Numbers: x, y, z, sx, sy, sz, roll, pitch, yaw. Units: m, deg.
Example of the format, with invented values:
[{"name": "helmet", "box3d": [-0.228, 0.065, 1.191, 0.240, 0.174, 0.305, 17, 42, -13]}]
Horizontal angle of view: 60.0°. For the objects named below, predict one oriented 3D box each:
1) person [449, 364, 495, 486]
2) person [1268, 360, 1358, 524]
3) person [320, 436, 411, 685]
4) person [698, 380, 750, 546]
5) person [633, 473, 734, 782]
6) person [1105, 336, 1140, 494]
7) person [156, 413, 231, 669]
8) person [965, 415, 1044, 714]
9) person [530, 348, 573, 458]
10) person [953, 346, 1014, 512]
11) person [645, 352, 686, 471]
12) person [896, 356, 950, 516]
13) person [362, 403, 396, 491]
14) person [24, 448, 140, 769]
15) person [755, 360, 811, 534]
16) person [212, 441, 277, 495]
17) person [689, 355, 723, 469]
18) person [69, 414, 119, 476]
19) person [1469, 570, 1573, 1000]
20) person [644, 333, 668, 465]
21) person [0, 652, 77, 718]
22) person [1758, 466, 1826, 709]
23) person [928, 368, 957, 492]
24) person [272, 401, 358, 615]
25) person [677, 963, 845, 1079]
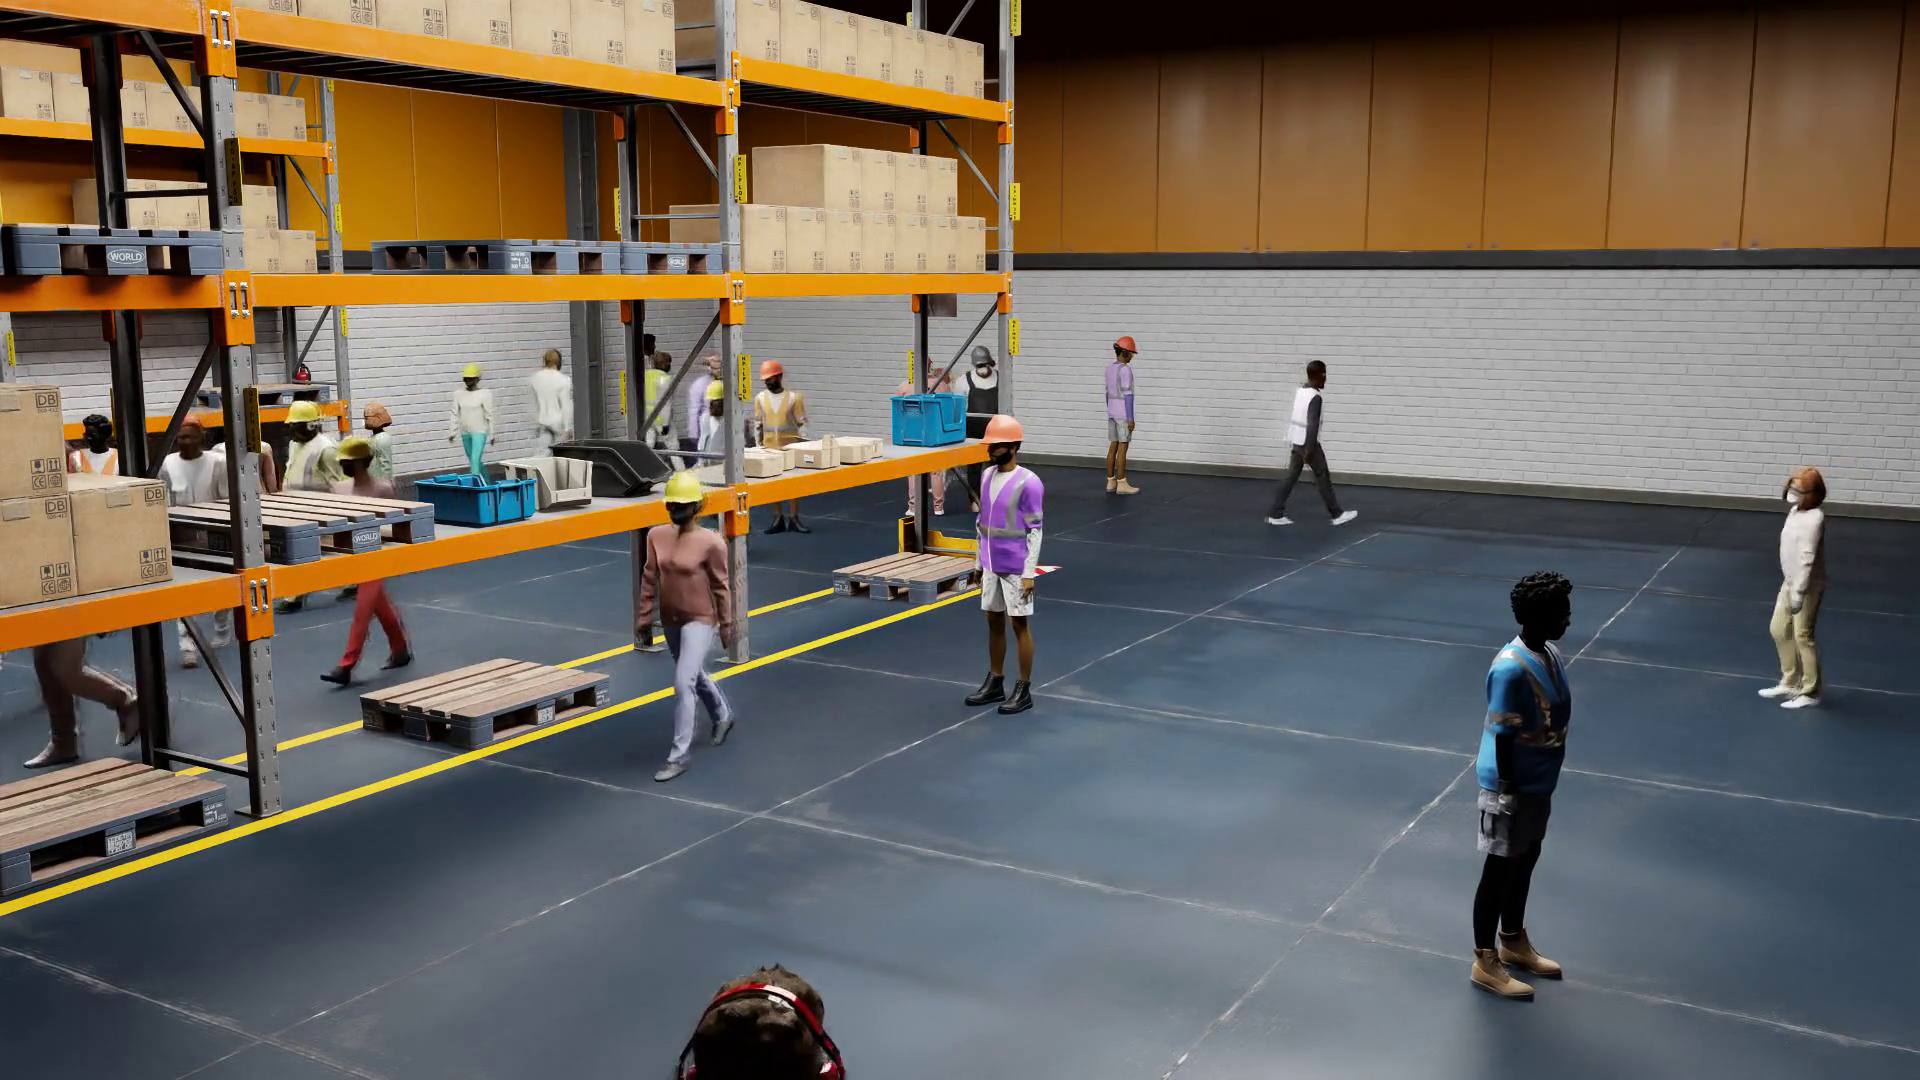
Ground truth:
[{"name": "person", "box3d": [-6.074, -1.354, 20.850, 0.524, 1.726, 0.887, 3, 9, 15]}, {"name": "person", "box3d": [3.973, -1.084, 18.747, 1.025, 1.867, 0.610, -2, 9, -10]}, {"name": "person", "box3d": [-4.201, 0.125, 11.639, 0.549, 1.711, 0.921, 4, 10, 26]}, {"name": "person", "box3d": [-2.299, -0.684, 16.397, 0.601, 1.806, 0.650, 6, 11, 32]}, {"name": "person", "box3d": [-1.540, 0.446, 9.618, 0.527, 1.724, 0.901, 5, 10, 29]}, {"name": "person", "box3d": [2.104, -1.611, 21.497, 0.389, 2.035, 0.605, -4, 10, -21]}, {"name": "person", "box3d": [-5.628, -0.031, 12.296, 0.571, 1.841, 0.978, -3, 10, -18]}, {"name": "person", "box3d": [0.285, 0.155, 10.769, 0.363, 1.939, 0.542, -8, 12, -41]}, {"name": "person", "box3d": [-5.143, -1.444, 20.836, 0.636, 1.918, 0.770, 5, 10, 26]}, {"name": "person", "box3d": [0.294, -1.320, 19.662, 0.747, 2.000, 0.613, -1, 9, -8]}, {"name": "person", "box3d": [-3.911, -1.576, 22.015, 0.641, 1.798, 0.935, 7, 12, 38]}, {"name": "person", "box3d": [-0.433, -1.216, 19.425, 0.642, 1.909, 0.399, -2, 9, -10]}, {"name": "person", "box3d": [-5.445, -0.467, 15.604, 0.279, 1.633, 0.505, -5, 10, -30]}, {"name": "person", "box3d": [-5.156, 0.362, 9.633, 0.649, 1.890, 0.565, 6, 11, 34]}, {"name": "person", "box3d": [-1.933, -0.999, 18.058, 0.613, 1.916, 0.467, 2, 9, 11]}, {"name": "person", "box3d": [-6.263, -0.307, 14.586, 0.522, 1.638, 0.311, -5, 10, -27]}, {"name": "person", "box3d": [-3.051, -1.340, 20.342, 0.685, 1.870, 0.821, -9, 13, -44]}, {"name": "person", "box3d": [-7.054, -0.196, 13.709, 0.534, 1.698, 0.322, -3, 9, -16]}, {"name": "person", "box3d": [2.224, 0.951, 6.578, 0.320, 1.694, 0.534, 7, 12, 39]}, {"name": "person", "box3d": [-4.603, -2.067, 24.556, 0.606, 1.966, 0.367, 8, 12, 42]}, {"name": "person", "box3d": [-6.042, 0.165, 10.649, 0.615, 1.969, 0.862, 0, 9, -1]}, {"name": "person", "box3d": [5.461, 0.317, 10.782, 0.375, 1.609, 0.537, 1, 9, 9]}, {"name": "person", "box3d": [-0.247, -1.423, 21.583, 0.385, 1.618, 0.521, -4, 10, -22]}, {"name": "person", "box3d": [-5.464, -0.298, 14.101, 0.574, 1.782, 0.913, 8, 12, 42]}, {"name": "person", "box3d": [-0.264, 1.539, 2.475, 0.612, 1.823, 0.475, 2, 9, 10]}]
